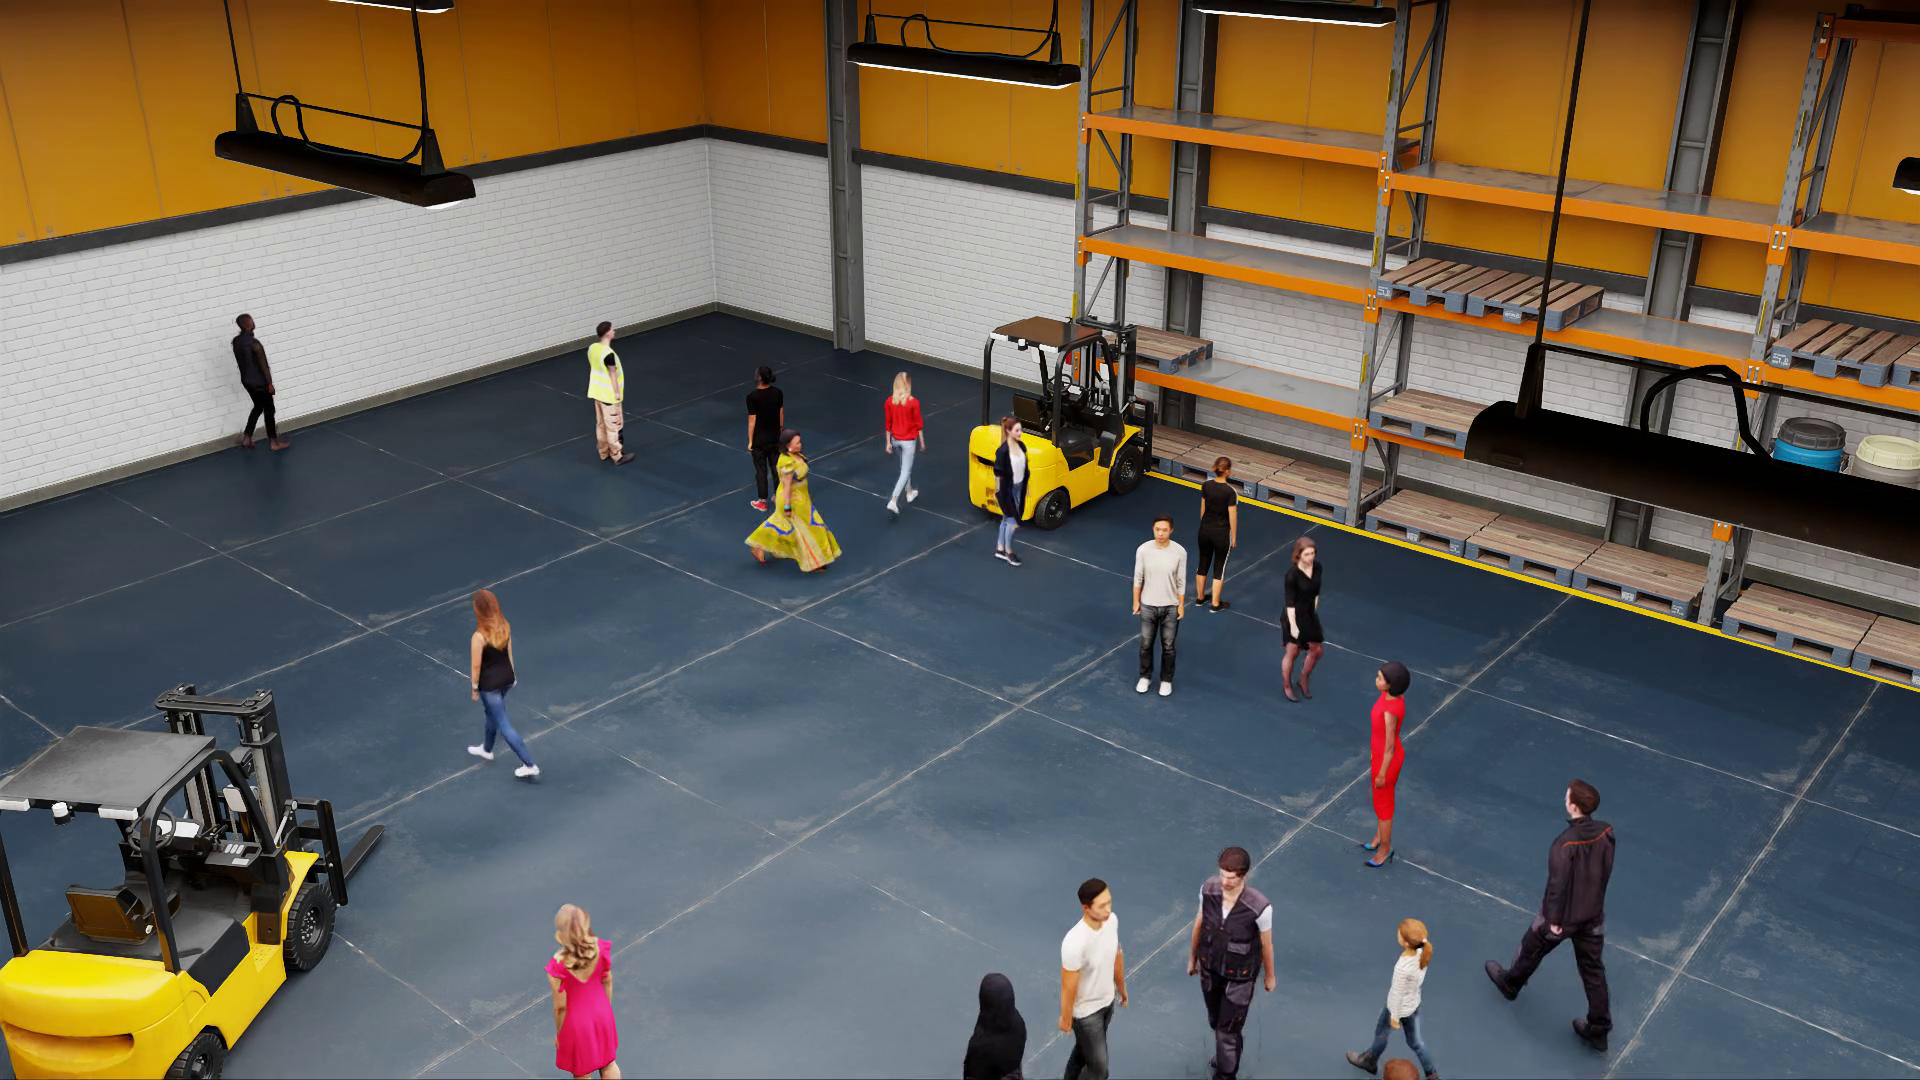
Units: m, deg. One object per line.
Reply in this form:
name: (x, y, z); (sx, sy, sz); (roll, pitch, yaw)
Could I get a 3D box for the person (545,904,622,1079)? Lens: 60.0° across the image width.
person: (-2.270, 2.938, 10.109); (0.598, 1.728, 0.579); (-19, 30, -37)

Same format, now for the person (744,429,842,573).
person: (-1.888, -0.403, 17.877); (1.403, 1.628, 1.274); (0, 24, 0)

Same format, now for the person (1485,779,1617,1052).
person: (4.097, 2.494, 10.953); (1.088, 1.865, 1.312); (-8, 25, -18)

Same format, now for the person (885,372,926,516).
person: (-0.675, -1.097, 19.409); (1.109, 1.672, 0.847); (12, 26, 25)

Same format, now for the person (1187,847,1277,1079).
person: (1.741, 2.689, 10.553); (0.871, 1.829, 0.732); (19, 30, 37)

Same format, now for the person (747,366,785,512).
person: (-2.284, -1.209, 19.559); (0.686, 1.757, 0.648); (-16, 28, -32)

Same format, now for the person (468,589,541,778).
person: (-3.866, 1.244, 14.038); (1.130, 1.685, 0.782); (10, 26, 22)

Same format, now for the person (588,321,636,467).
person: (-4.424, -1.858, 20.935); (0.793, 1.844, 0.699); (-19, 30, -37)

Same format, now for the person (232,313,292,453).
person: (-9.035, -1.997, 21.268); (0.768, 1.833, 0.797); (16, 28, 32)

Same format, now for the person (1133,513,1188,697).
person: (1.858, 0.576, 15.410); (0.644, 1.809, 0.766); (4, 24, 9)

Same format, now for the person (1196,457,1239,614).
person: (2.619, -0.069, 17.062); (0.462, 1.668, 0.644); (20, 31, 38)

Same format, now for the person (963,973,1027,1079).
person: (0.246, 3.223, 9.604); (0.755, 1.611, 0.616); (18, 29, 35)

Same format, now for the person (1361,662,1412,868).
person: (3.294, 1.727, 12.860); (0.662, 1.743, 0.655); (4, 24, 10)

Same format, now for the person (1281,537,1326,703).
person: (3.045, 0.712, 15.248); (0.684, 1.691, 0.702); (-16, 28, -33)

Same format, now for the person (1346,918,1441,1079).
person: (2.873, 2.993, 10.533); (0.581, 1.287, 0.957); (-19, 30, -36)

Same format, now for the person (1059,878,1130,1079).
person: (0.733, 2.825, 10.289); (0.662, 1.791, 0.660); (15, 28, 31)

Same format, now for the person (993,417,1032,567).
person: (0.478, -0.560, 18.183); (0.709, 1.670, 0.627); (20, 31, 38)
